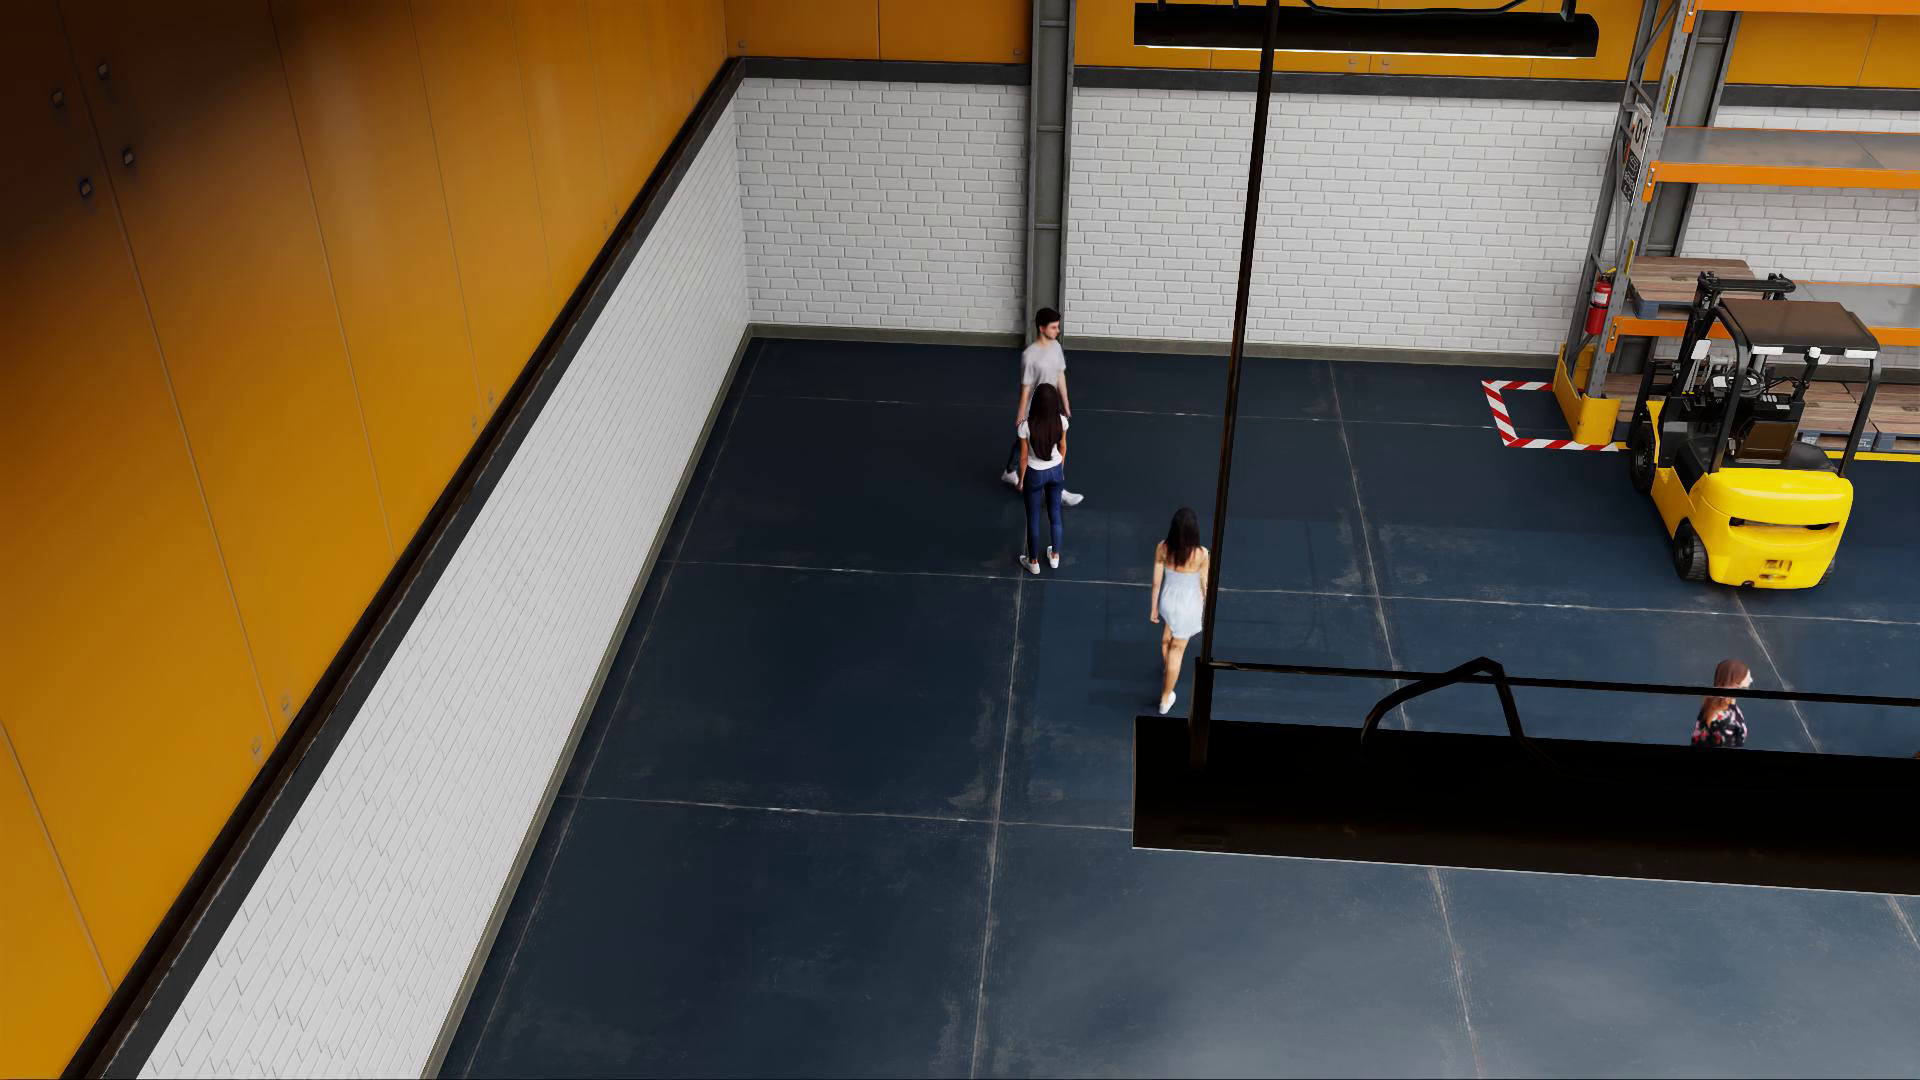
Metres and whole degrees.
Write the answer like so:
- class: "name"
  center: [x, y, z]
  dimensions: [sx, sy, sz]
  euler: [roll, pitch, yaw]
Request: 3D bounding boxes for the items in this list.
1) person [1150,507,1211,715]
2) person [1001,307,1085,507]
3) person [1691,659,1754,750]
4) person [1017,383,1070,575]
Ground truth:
- class: "person"
  center: [1.598, 0.558, 12.289]
  dimensions: [0.864, 1.708, 0.812]
  euler: [15, 36, 21]
- class: "person"
  center: [0.614, -1.216, 14.836]
  dimensions: [1.270, 1.843, 1.051]
  euler: [22, 39, 29]
- class: "person"
  center: [4.801, 1.489, 10.942]
  dimensions: [1.111, 1.648, 0.708]
  euler: [9, 35, 14]
- class: "person"
  center: [0.696, -0.516, 13.844]
  dimensions: [0.596, 1.775, 0.721]
  euler: [-11, 35, -16]
